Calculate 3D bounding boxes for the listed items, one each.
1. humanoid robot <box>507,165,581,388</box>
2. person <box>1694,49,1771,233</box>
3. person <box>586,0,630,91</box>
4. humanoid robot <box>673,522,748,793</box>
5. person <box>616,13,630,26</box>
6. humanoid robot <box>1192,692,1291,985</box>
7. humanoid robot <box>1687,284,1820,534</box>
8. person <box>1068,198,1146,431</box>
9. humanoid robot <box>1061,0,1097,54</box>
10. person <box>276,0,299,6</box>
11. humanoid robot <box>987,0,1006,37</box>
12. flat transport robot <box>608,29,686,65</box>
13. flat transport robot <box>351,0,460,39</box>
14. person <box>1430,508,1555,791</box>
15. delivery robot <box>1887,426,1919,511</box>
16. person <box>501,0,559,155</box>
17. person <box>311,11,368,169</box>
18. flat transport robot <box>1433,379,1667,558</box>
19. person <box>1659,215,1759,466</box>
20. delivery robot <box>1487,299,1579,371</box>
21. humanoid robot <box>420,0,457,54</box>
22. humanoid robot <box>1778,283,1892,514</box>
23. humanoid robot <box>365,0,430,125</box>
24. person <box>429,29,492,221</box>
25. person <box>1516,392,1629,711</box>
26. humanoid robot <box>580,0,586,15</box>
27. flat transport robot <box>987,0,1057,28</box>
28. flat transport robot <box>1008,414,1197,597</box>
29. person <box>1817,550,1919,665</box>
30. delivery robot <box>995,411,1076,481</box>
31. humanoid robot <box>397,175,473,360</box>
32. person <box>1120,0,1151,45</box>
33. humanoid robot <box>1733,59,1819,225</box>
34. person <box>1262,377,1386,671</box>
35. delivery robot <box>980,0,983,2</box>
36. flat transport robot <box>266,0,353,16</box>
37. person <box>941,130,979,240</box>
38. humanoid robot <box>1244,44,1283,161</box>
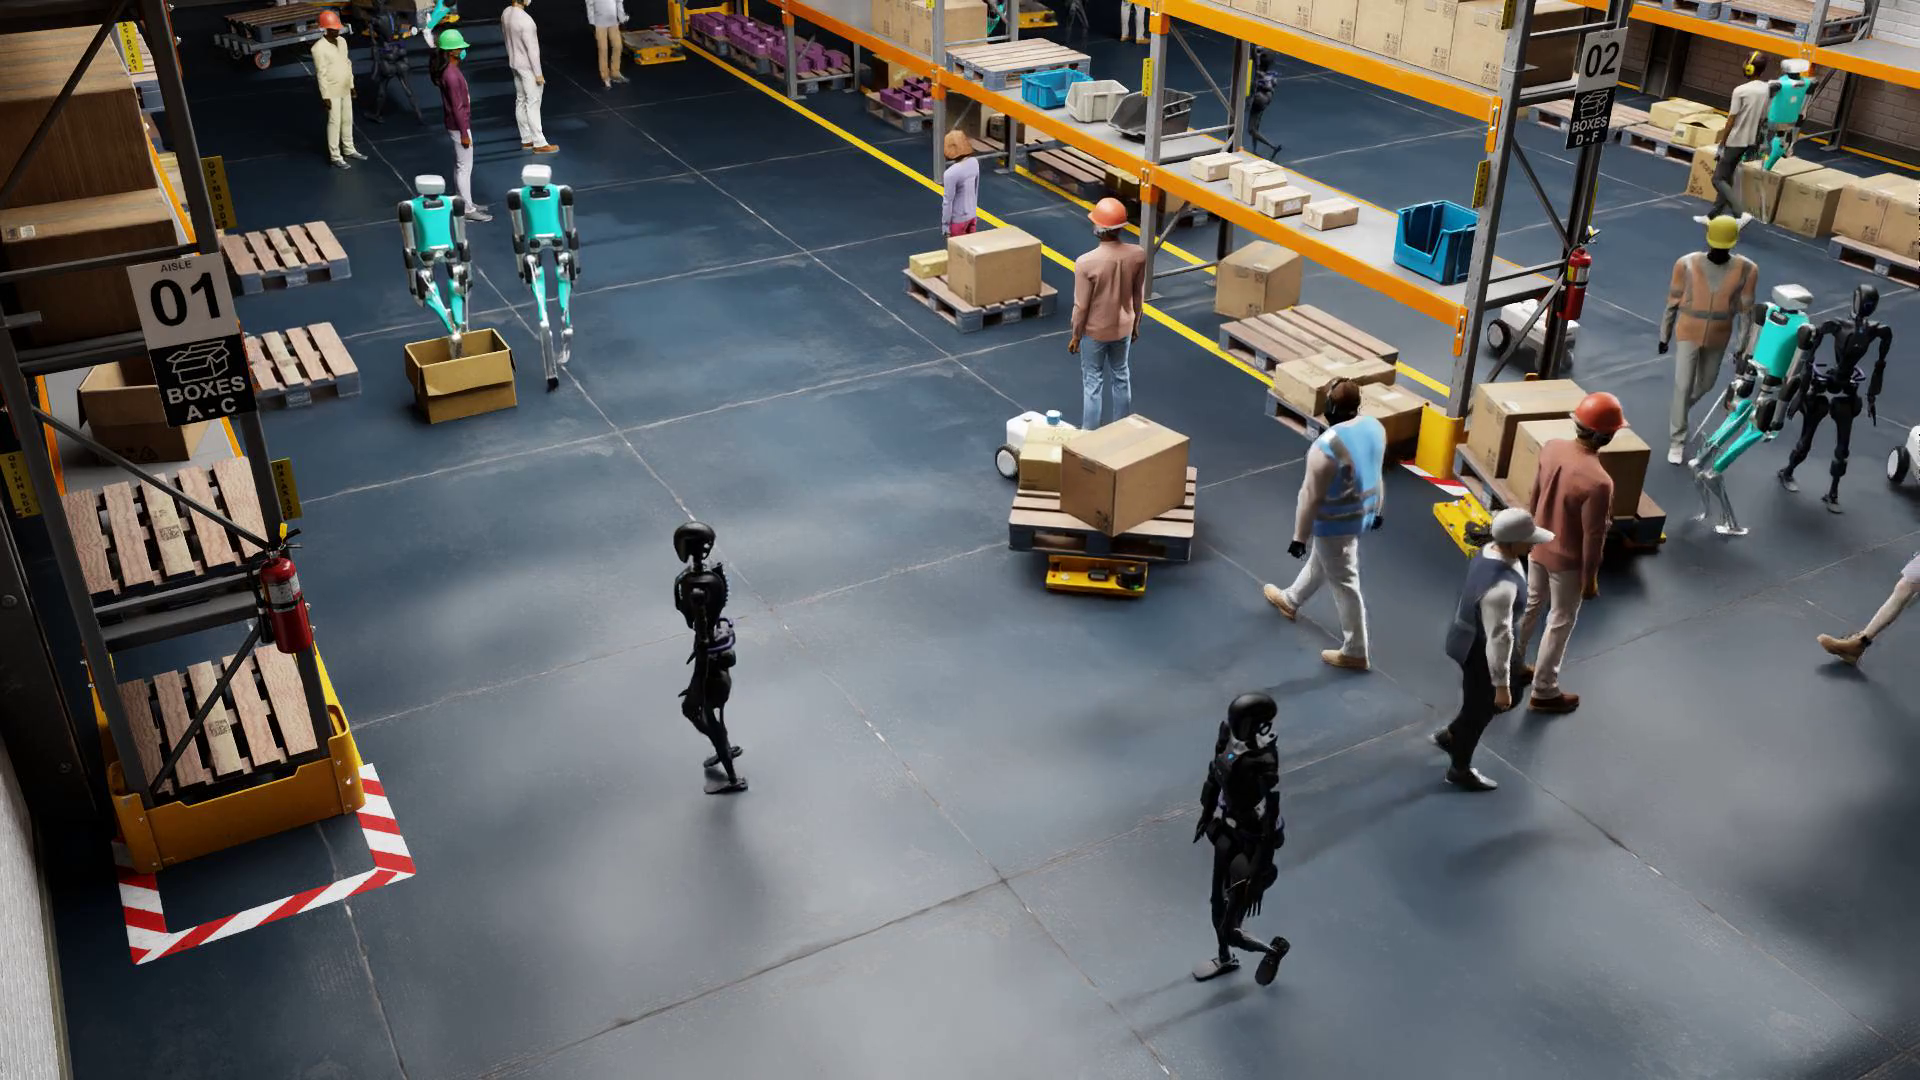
[{"bbox_3d":[-3.368,-2.127,13.672,0.531,1.784,0.966,-7,31,-12],"label":"humanoid robot"},{"bbox_3d":[7.874,-3.998,16.784,0.527,1.851,0.651,-15,33,-24],"label":"person"},{"bbox_3d":[-4.654,-6.794,21.795,0.368,1.708,0.615,21,36,31],"label":"person"},{"bbox_3d":[-1.348,0.647,8.872,0.334,1.649,0.584,-4,30,-7],"label":"humanoid robot"},{"bbox_3d":[-5.259,-8.446,24.588,0.530,1.795,0.913,13,32,21],"label":"person"},{"bbox_3d":[1.325,1.363,7.622,0.442,1.642,0.589,-11,32,-19],"label":"humanoid robot"},{"bbox_3d":[5.345,-0.878,11.448,0.665,1.781,0.532,-8,31,-14],"label":"humanoid robot"},{"bbox_3d":[1.090,-1.589,12.443,0.619,1.996,0.373,-15,33,-25],"label":"person"},{"bbox_3d":[1.637,-7.544,23.136,0.567,1.640,0.589,9,31,14],"label":"humanoid robot"},{"bbox_3d":[-10.089,-8.611,24.823,0.429,1.840,0.633,10,31,17],"label":"person"},{"bbox_3d":[0.383,-7.119,22.362,0.796,1.807,0.560,11,32,18],"label":"humanoid robot"},{"bbox_3d":[-4.451,-6.994,23.585,0.659,0.231,1.431,-15,33,-24],"label":"flat transport robot"},{"bbox_3d":[-8.235,-7.767,24.931,0.659,0.231,1.431,12,32,20],"label":"flat transport robot"},{"bbox_3d":[2.821,0.611,8.862,0.463,1.744,0.744,10,31,18],"label":"person"},{"bbox_3d":[7.117,-0.534,12.069,0.499,0.611,0.800,6,30,11],"label":"delivery robot"},{"bbox_3d":[-5.004,-5.446,19.216,0.373,1.939,0.628,-23,37,-35],"label":"person"},{"bbox_3d":[-7.025,-5.095,18.808,0.385,1.739,0.575,7,31,13],"label":"person"},{"bbox_3d":[4.131,-0.150,11.671,1.431,0.231,0.659,-4,30,-6],"label":"flat transport robot"},{"bbox_3d":[5.597,-1.575,12.532,0.601,1.891,0.843,9,31,15],"label":"person"},{"bbox_3d":[4.949,-1.809,14.290,0.499,0.613,0.816,-10,31,-17],"label":"delivery robot"},{"bbox_3d":[-7.227,-7.364,22.746,0.882,1.767,0.599,-24,38,-35],"label":"humanoid robot"},{"bbox_3d":[6.223,-1.036,11.818,0.594,1.639,0.582,4,30,6],"label":"humanoid robot"},{"bbox_3d":[-6.965,-5.876,20.272,0.810,1.616,0.615,12,32,20],"label":"humanoid robot"},{"bbox_3d":[-5.164,-4.275,17.166,0.426,1.949,0.498,-11,32,-18],"label":"person"},{"bbox_3d":[3.492,0.067,9.574,0.415,1.986,0.616,-8,31,-13],"label":"person"},{"bbox_3d":[-5.826,-8.947,25.612,0.609,1.622,0.721,-3,30,-4],"label":"humanoid robot"},{"bbox_3d":[0.939,-8.086,25.486,0.659,0.231,1.431,-9,31,-15],"label":"flat transport robot"},{"bbox_3d":[1.000,-0.061,11.516,0.659,0.231,1.431,5,30,8],"label":"flat transport robot"},{"bbox_3d":[5.779,0.043,9.771,0.976,1.836,0.486,3,30,4],"label":"person"},{"bbox_3d":[0.664,-0.667,12.303,0.499,0.614,0.808,-26,39,-38],"label":"delivery robot"},{"bbox_3d":[-4.128,-2.001,13.451,0.563,1.787,0.828,-16,34,-26],"label":"humanoid robot"},{"bbox_3d":[2.538,-8.110,23.896,0.582,1.894,0.357,22,36,33],"label":"person"},{"bbox_3d":[8.255,-4.124,17.123,0.552,1.766,0.851,-4,30,-7],"label":"humanoid robot"},{"bbox_3d":[2.246,-0.140,10.140,0.690,1.774,0.970,-26,39,-38],"label":"person"},{"bbox_3d":[0.537,-8.772,26.412,0.816,0.613,0.499,-9,31,-15],"label":"delivery robot"},{"bbox_3d":[-9.991,-8.319,25.891,1.431,0.231,0.659,-3,30,-5],"label":"flat transport robot"},{"bbox_3d":[-0.003,-2.908,15.109,0.288,1.629,0.498,19,35,30],"label":"person"},{"bbox_3d":[3.490,-5.118,18.905,0.483,1.638,0.602,14,33,22],"label":"humanoid robot"}]
